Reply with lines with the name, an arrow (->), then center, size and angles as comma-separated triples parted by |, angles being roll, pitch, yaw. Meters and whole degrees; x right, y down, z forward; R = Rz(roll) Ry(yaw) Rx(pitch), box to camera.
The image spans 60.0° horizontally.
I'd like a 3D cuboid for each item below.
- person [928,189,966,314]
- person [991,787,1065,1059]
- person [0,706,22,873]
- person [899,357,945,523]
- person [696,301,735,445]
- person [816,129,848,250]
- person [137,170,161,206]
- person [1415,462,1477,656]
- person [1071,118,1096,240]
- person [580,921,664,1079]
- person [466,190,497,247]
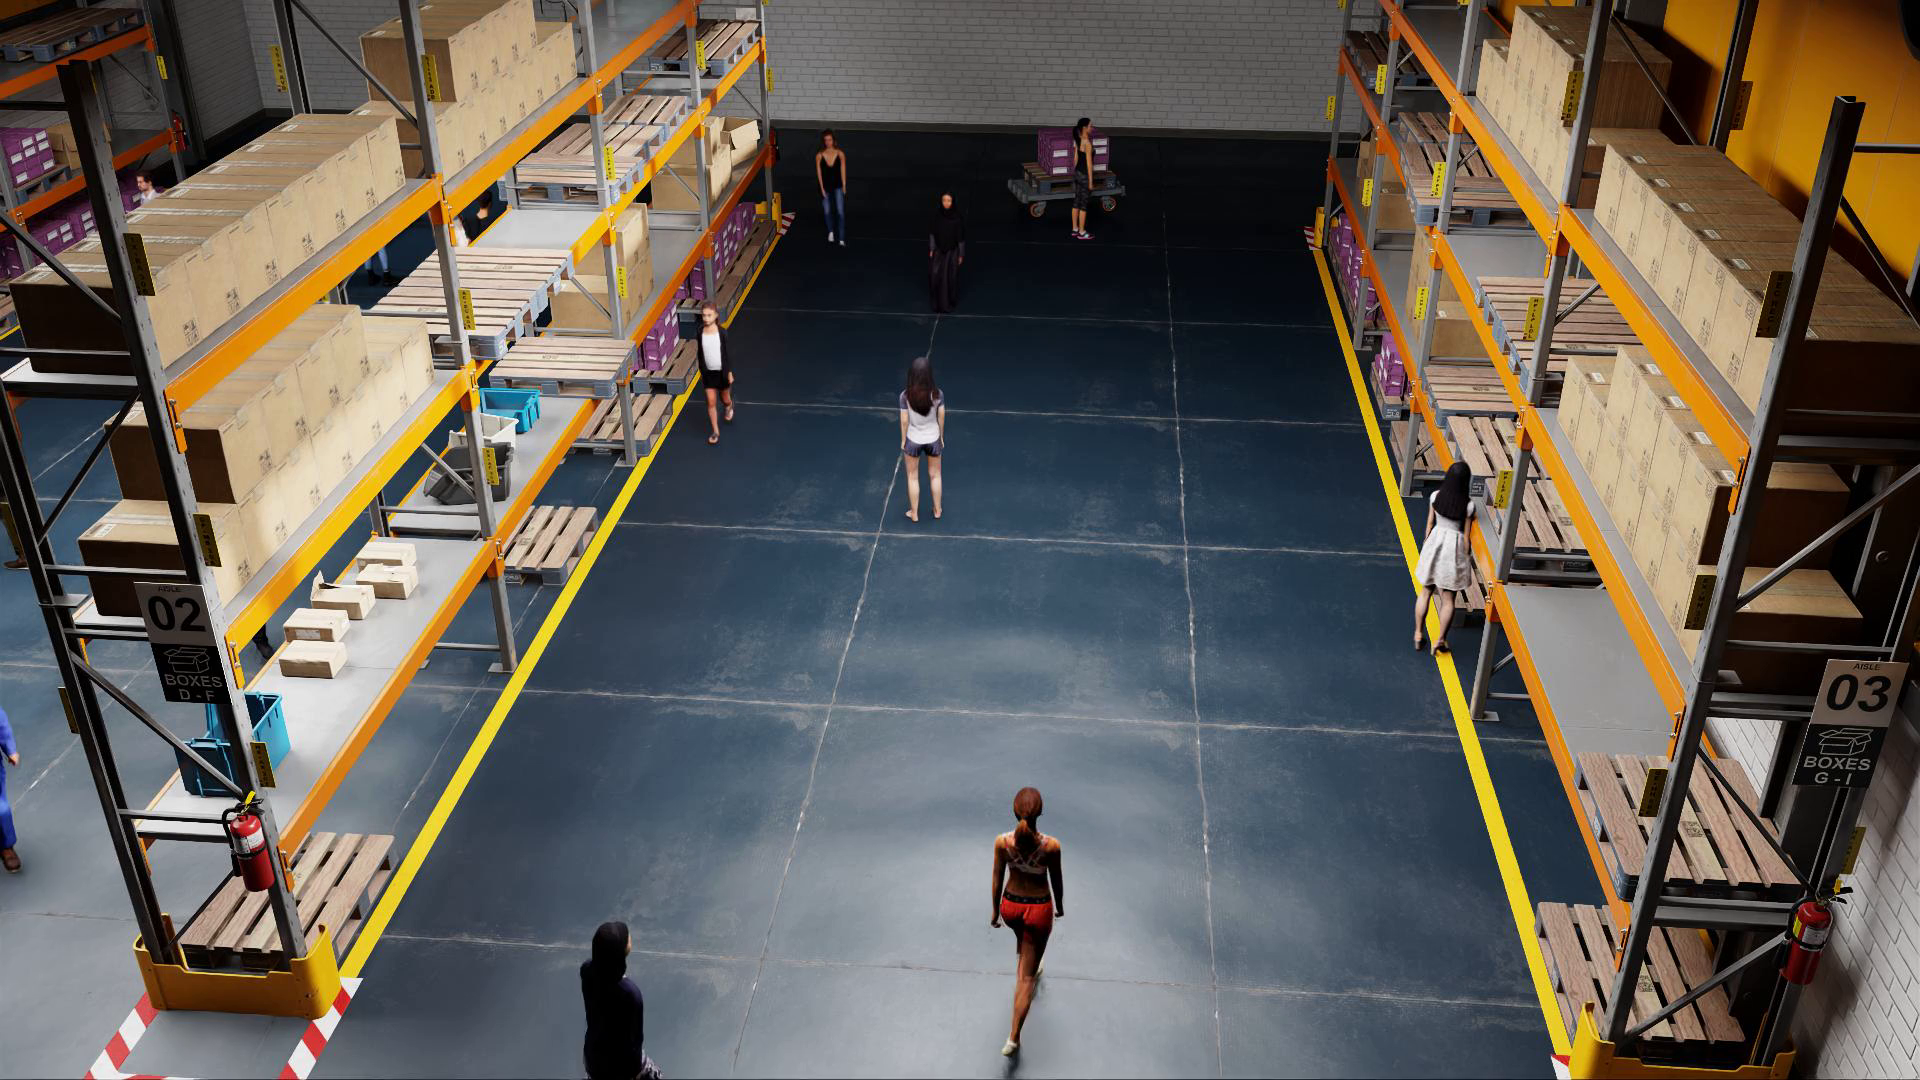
person -> -0.156, -3.746, 21.416 | 0.680, 1.608, 0.772 | 6, 29, 11
person -> 0.399, 2.338, 10.119 | 0.732, 1.747, 1.203 | 7, 29, 13
person -> -6.904, 1.476, 11.584 | 0.890, 1.857, 0.945 | -18, 33, -30
person -> -0.371, -0.986, 16.255 | 0.649, 1.705, 0.619 | -6, 29, -11
person -> -2.631, -1.857, 18.028 | 0.550, 1.537, 0.915 | 2, 29, 4
person -> -1.835, -5.017, 23.679 | 0.664, 1.673, 1.093 | -2, 29, -4
person -> -10.230, -3.843, 21.343 | 0.758, 1.850, 0.733 | 17, 33, 28
person -> 4.109, 0.154, 14.098 | 0.769, 1.769, 0.797 | 19, 34, 31
person -> 1.763, -5.227, 24.007 | 0.700, 1.727, 0.605 | -13, 31, -22
person -> -1.970, 2.877, 9.179 | 0.876, 1.701, 1.062 | 15, 32, 25
person -> -5.863, -3.345, 20.450 | 0.783, 1.830, 0.855 | 7, 29, 13
